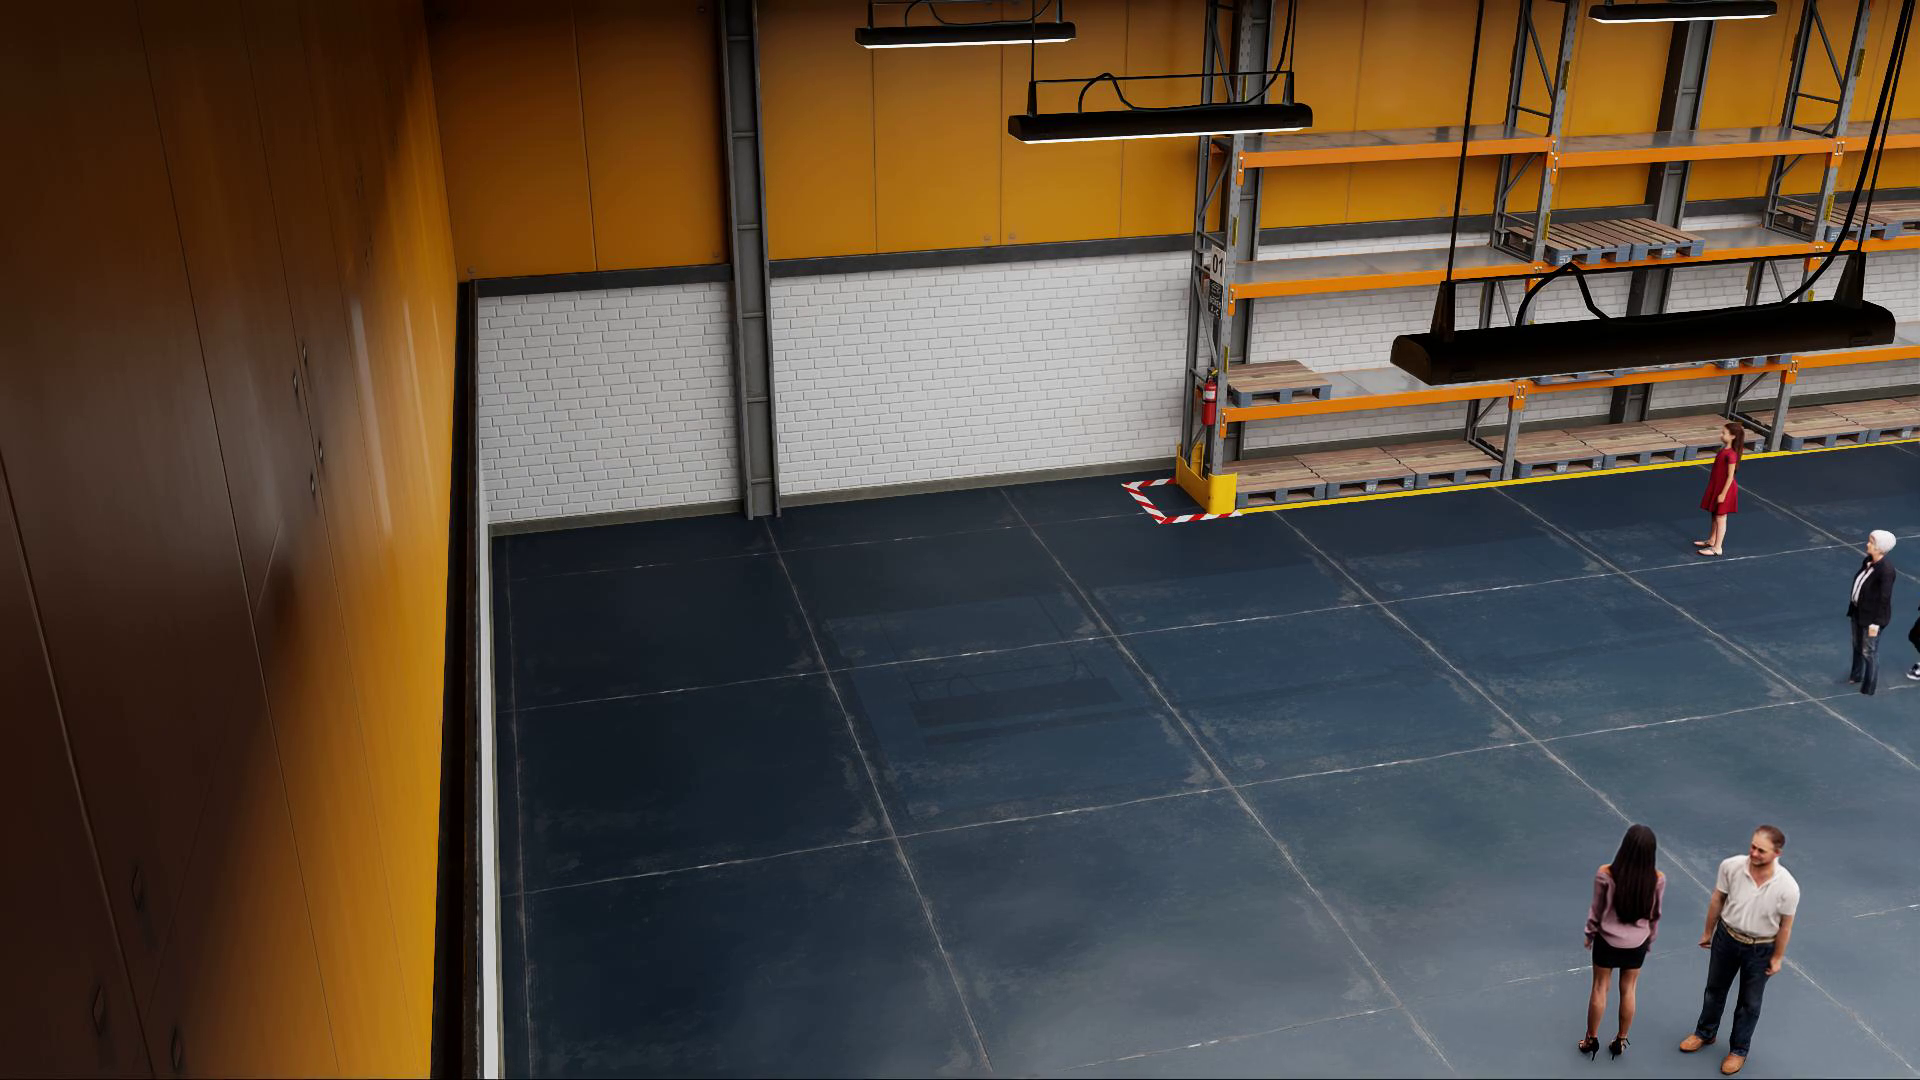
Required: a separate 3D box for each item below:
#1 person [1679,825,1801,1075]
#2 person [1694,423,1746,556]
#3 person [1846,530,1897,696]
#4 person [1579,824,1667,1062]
[{"bbox_3d":[5.191,2.657,10.966,0.722,1.853,0.745,-19,30,-37],"label":"person"},{"bbox_3d":[8.611,-0.592,18.772,0.708,1.554,0.649,4,24,9],"label":"person"},{"bbox_3d":[8.662,0.744,15.784,0.718,1.780,0.824,3,24,6],"label":"person"},{"bbox_3d":[4.368,2.667,10.993,0.606,1.812,0.746,4,24,8],"label":"person"}]
